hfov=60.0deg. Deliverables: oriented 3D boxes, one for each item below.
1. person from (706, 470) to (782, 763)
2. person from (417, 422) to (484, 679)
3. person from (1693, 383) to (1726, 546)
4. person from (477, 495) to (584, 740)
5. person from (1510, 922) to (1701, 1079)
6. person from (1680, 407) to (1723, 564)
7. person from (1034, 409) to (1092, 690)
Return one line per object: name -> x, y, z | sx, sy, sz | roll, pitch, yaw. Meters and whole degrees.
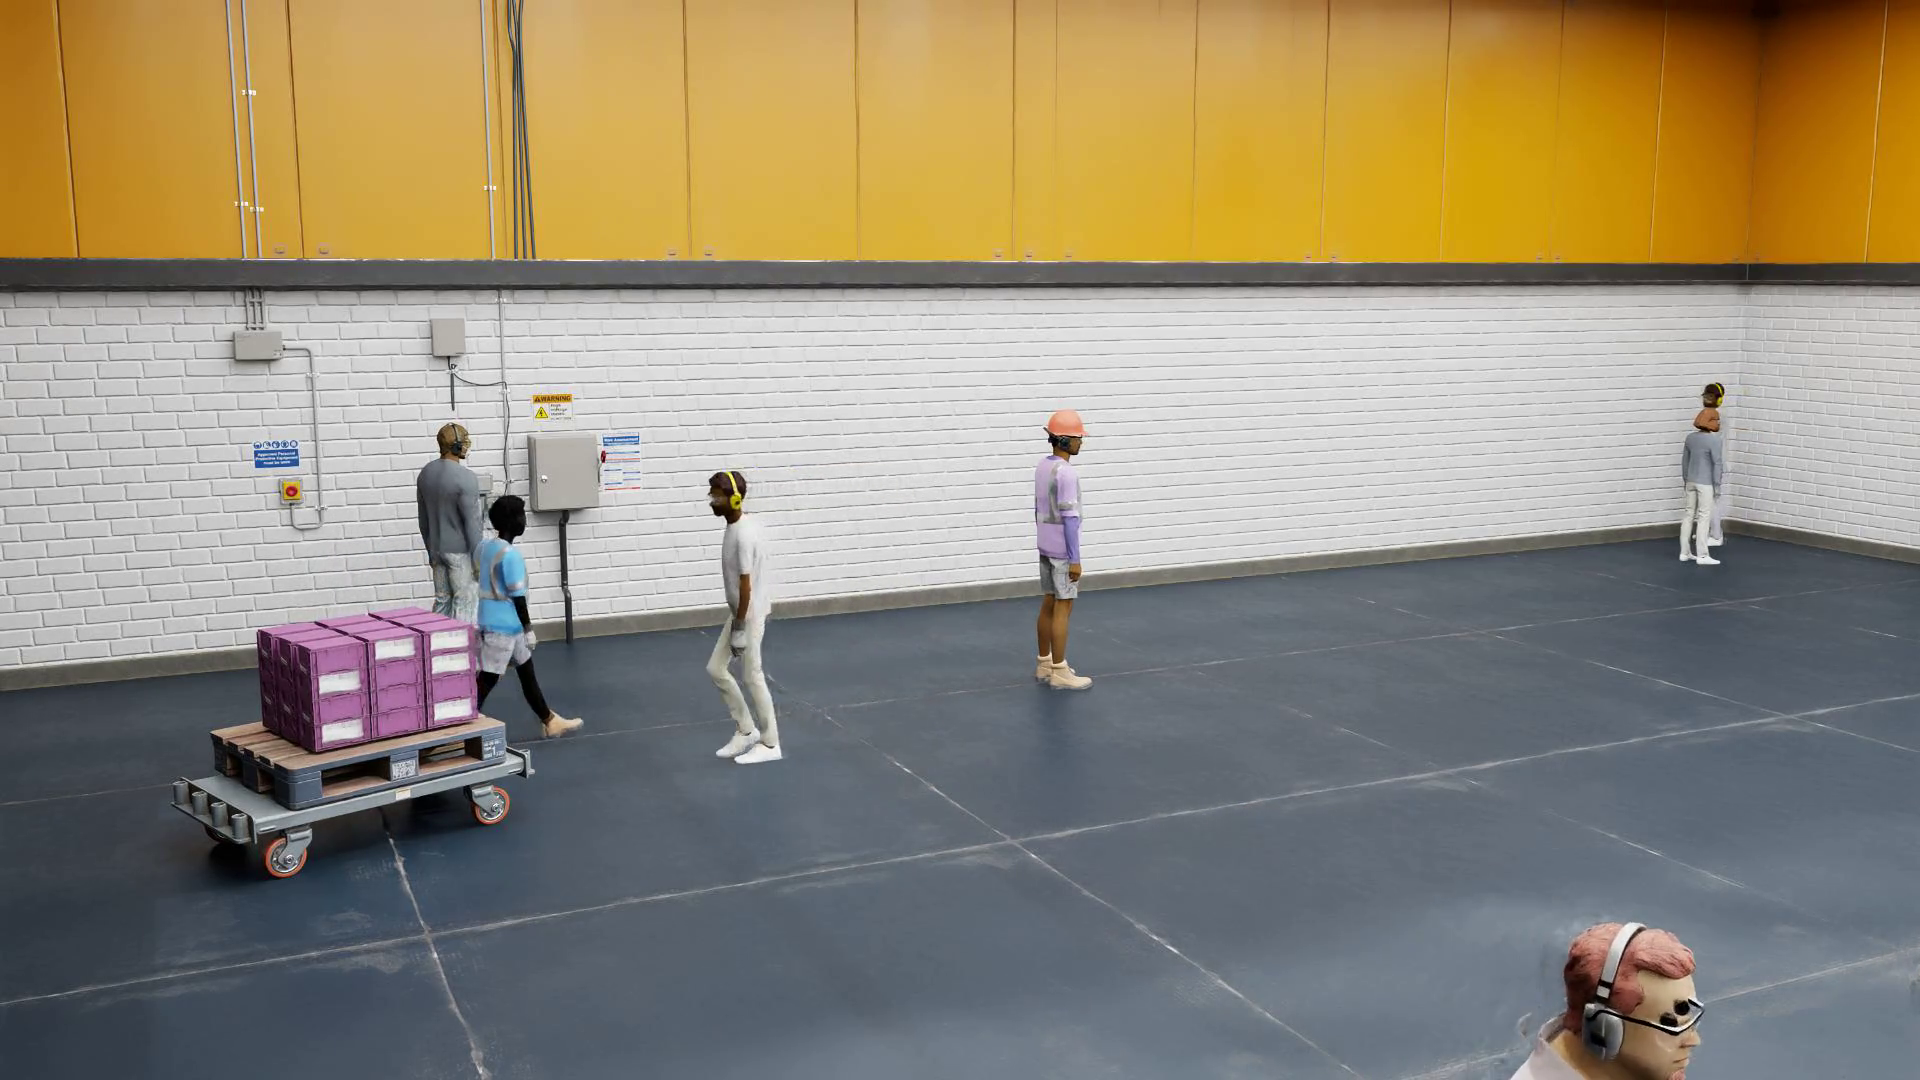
person -> -1.349, 0.480, 10.201 | 0.541, 1.842, 0.525 | -3, 10, -19
person -> -3.718, 0.101, 12.255 | 0.638, 1.938, 0.356 | 7, 11, 36
person -> 8.301, -0.829, 18.373 | 0.360, 1.834, 0.599 | 3, 10, 19
person -> -2.841, 0.534, 10.478 | 0.902, 1.639, 0.538 | -5, 10, -28
person -> 1.245, 1.620, 3.042 | 0.938, 1.862, 0.678 | 8, 12, 42
person -> 7.737, -0.566, 17.341 | 0.279, 1.632, 0.502 | -3, 10, -18
person -> 0.756, 0.066, 12.151 | 0.375, 2.042, 0.615 | -3, 10, -17
